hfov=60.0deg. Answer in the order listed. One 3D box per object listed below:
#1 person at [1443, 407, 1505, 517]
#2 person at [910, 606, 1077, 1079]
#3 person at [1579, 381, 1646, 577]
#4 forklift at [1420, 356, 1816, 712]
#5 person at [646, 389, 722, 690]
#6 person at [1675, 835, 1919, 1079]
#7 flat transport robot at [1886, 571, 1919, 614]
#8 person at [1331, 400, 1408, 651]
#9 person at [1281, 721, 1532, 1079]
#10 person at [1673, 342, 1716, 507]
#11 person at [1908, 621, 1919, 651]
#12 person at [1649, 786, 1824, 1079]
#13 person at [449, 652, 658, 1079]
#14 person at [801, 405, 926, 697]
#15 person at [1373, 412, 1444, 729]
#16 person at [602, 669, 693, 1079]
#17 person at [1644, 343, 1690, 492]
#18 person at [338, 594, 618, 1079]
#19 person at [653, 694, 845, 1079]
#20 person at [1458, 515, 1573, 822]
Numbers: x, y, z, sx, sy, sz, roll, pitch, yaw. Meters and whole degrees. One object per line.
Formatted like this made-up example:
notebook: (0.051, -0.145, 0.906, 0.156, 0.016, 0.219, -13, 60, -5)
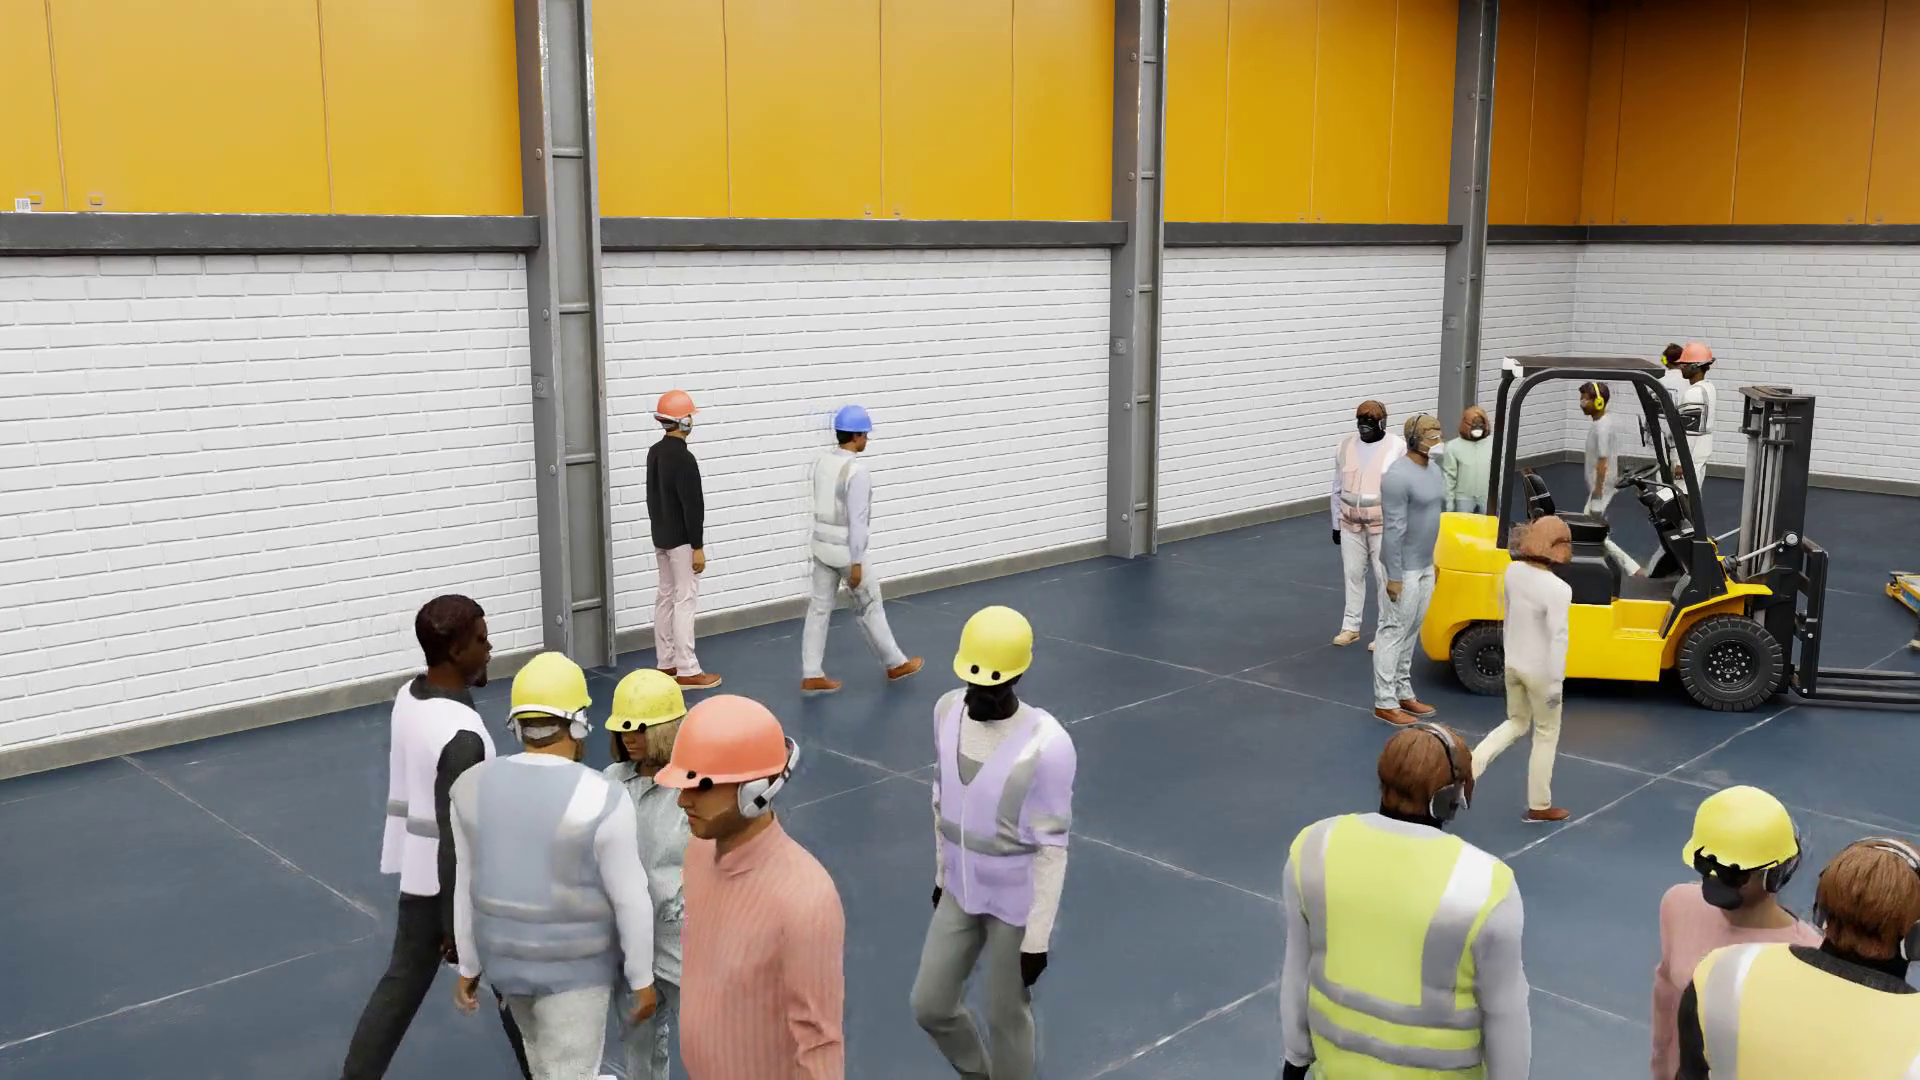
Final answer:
person: (4.269, -0.312, 13.793, 0.533, 1.609, 0.353, 1, 10, 7)
person: (0.097, 1.116, 5.228, 0.441, 1.900, 0.628, -9, 14, -42)
person: (5.287, -0.381, 13.603, 0.655, 1.843, 0.556, 4, 11, 20)
forklift: (4.276, -0.101, 11.076, 2.313, 2.155, 1.214, 2, 11, 13)
person: (-1.868, -0.003, 11.076, 0.371, 1.997, 0.622, -7, 13, -35)
person: (1.791, 1.486, 3.419, 0.474, 1.825, 0.649, -8, 13, -37)
flat transport robot: (7.864, 0.484, 13.135, 0.652, 0.197, 1.431, 3, 11, 15)
person: (2.974, -0.105, 12.105, 0.618, 1.836, 0.432, 8, 13, 37)
person: (1.093, 1.357, 4.230, 0.642, 1.811, 0.892, 9, 14, 40)
person: (6.635, -0.771, 15.142, 0.376, 2.044, 0.607, 7, 12, 33)
person: (7.046, -0.095, 11.716, 0.495, 1.952, 0.628, 1, 10, 5)
person: (1.798, 1.424, 3.978, 0.648, 1.741, 0.540, -5, 12, -27)
person: (-1.173, 1.219, 4.972, 0.615, 1.789, 0.847, 4, 11, 19)
person: (-0.673, 0.060, 10.974, 0.956, 1.899, 0.611, -8, 13, -36)
person: (2.782, 0.176, 10.264, 0.371, 1.939, 0.629, 8, 13, 37)
person: (-0.905, 1.233, 5.033, 0.492, 1.742, 0.321, 5, 11, 24)
person: (7.654, -1.184, 17.902, 0.559, 1.854, 0.459, 2, 11, 10)
person: (-1.688, 1.100, 5.469, 1.004, 1.880, 0.606, -8, 13, -38)
person: (-0.421, 1.311, 3.949, 0.587, 1.982, 0.614, -7, 13, -35)
person: (2.863, 0.668, 8.451, 0.576, 1.615, 0.520, -3, 11, -18)
